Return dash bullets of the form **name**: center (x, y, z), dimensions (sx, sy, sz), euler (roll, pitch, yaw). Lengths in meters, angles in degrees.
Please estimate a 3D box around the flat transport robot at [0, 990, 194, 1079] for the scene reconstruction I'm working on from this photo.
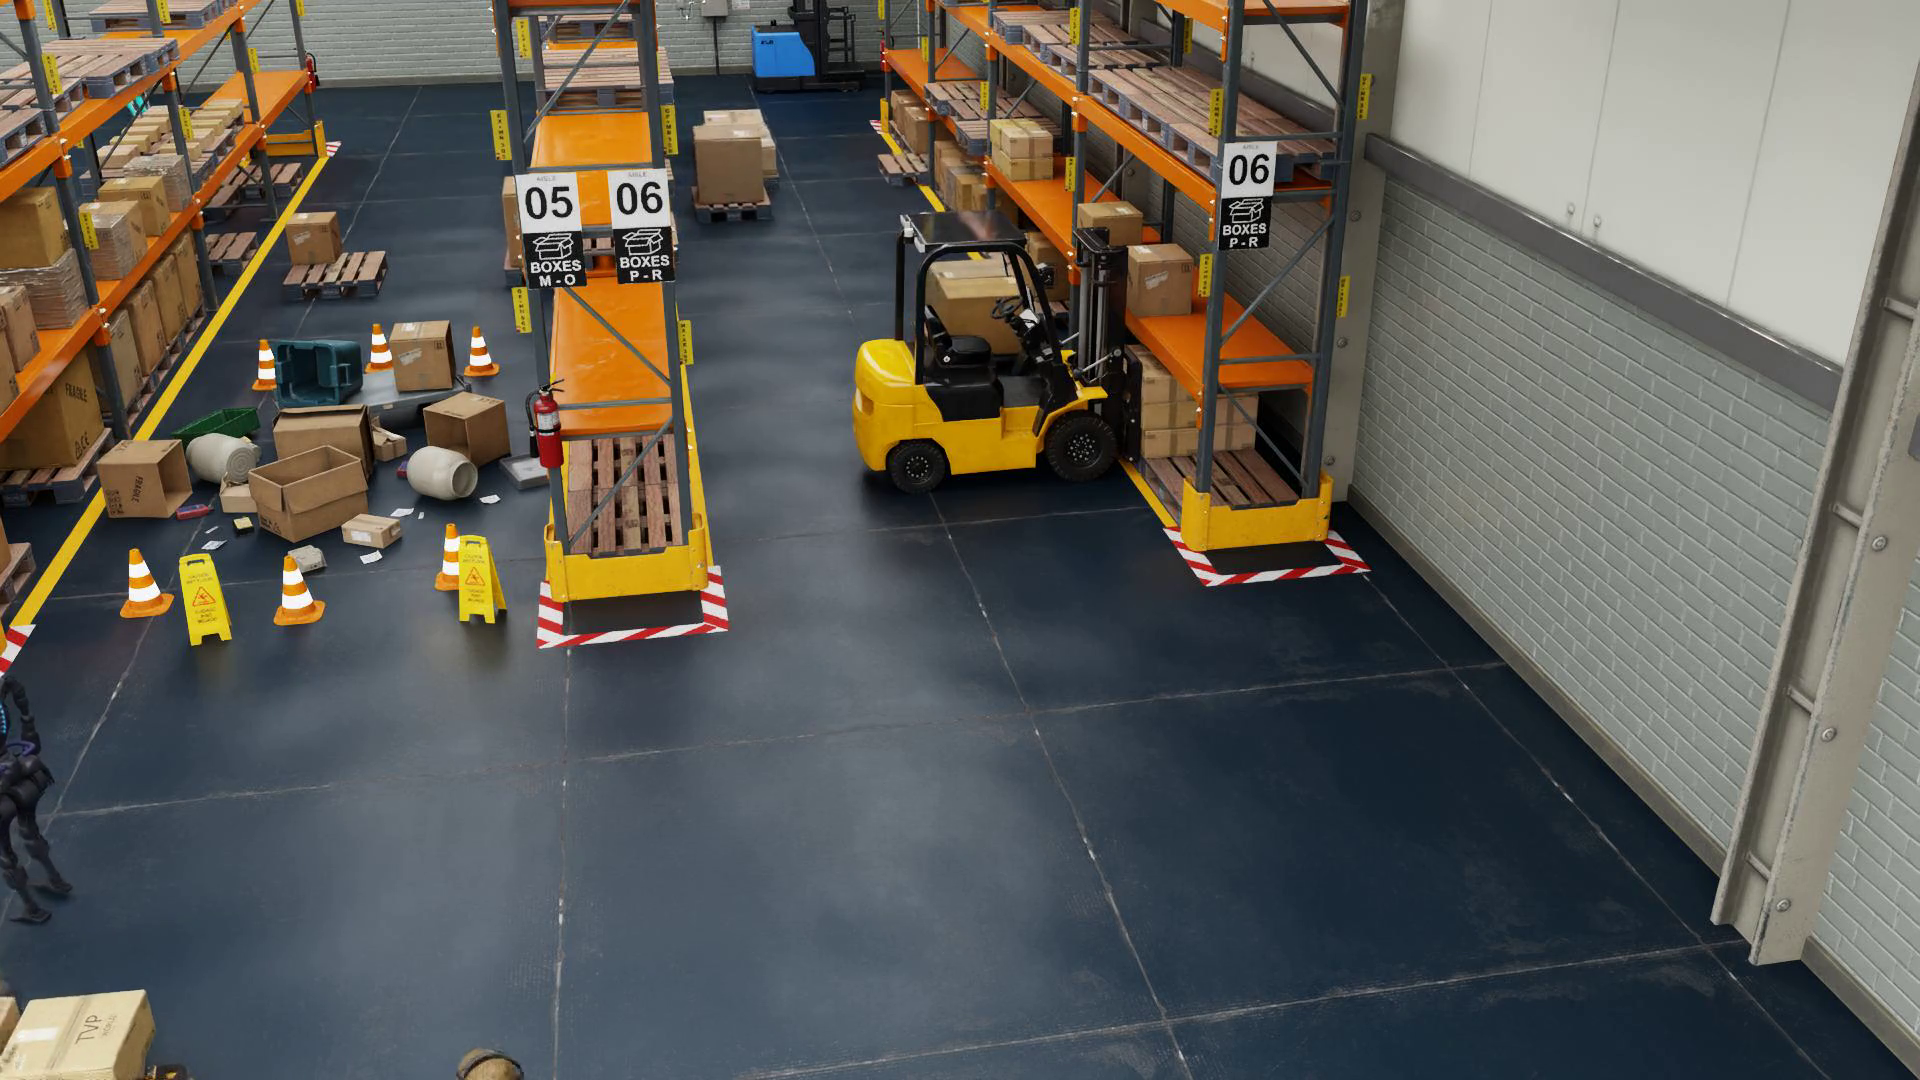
- **flat transport robot**: center (-4.170, 2.775, 7.349), dimensions (1.431, 0.231, 0.659), euler (-10, 27, -19)

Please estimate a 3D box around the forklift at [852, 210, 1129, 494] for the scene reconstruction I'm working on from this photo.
- **forklift**: center (0.216, -1.659, 14.366), dimensions (2.313, 2.155, 1.214), euler (-5, 26, -10)

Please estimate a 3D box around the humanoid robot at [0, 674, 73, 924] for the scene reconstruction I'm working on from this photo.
- **humanoid robot**: center (-5.086, 1.291, 8.811), dimensions (0.308, 1.654, 0.616), euler (8, 27, 16)

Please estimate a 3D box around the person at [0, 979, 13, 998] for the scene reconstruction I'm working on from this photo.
- **person**: center (-5.226, 1.613, 8.145), dimensions (0.822, 1.678, 0.501), euler (-3, 26, -7)

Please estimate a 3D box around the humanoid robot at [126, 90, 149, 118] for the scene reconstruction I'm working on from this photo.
- **humanoid robot**: center (-12.893, -6.972, 25.975), dimensions (0.553, 1.761, 0.973), euler (-21, 33, -37)

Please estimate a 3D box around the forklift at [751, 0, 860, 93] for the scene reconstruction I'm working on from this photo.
- **forklift**: center (-2.872, -9.679, 30.288), dimensions (1.873, 2.768, 1.129), euler (-5, 26, -10)

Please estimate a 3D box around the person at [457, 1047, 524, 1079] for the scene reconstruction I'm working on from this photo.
- **person**: center (-1.585, 2.548, 5.919), dimensions (0.651, 1.914, 0.673), euler (-13, 29, -26)
